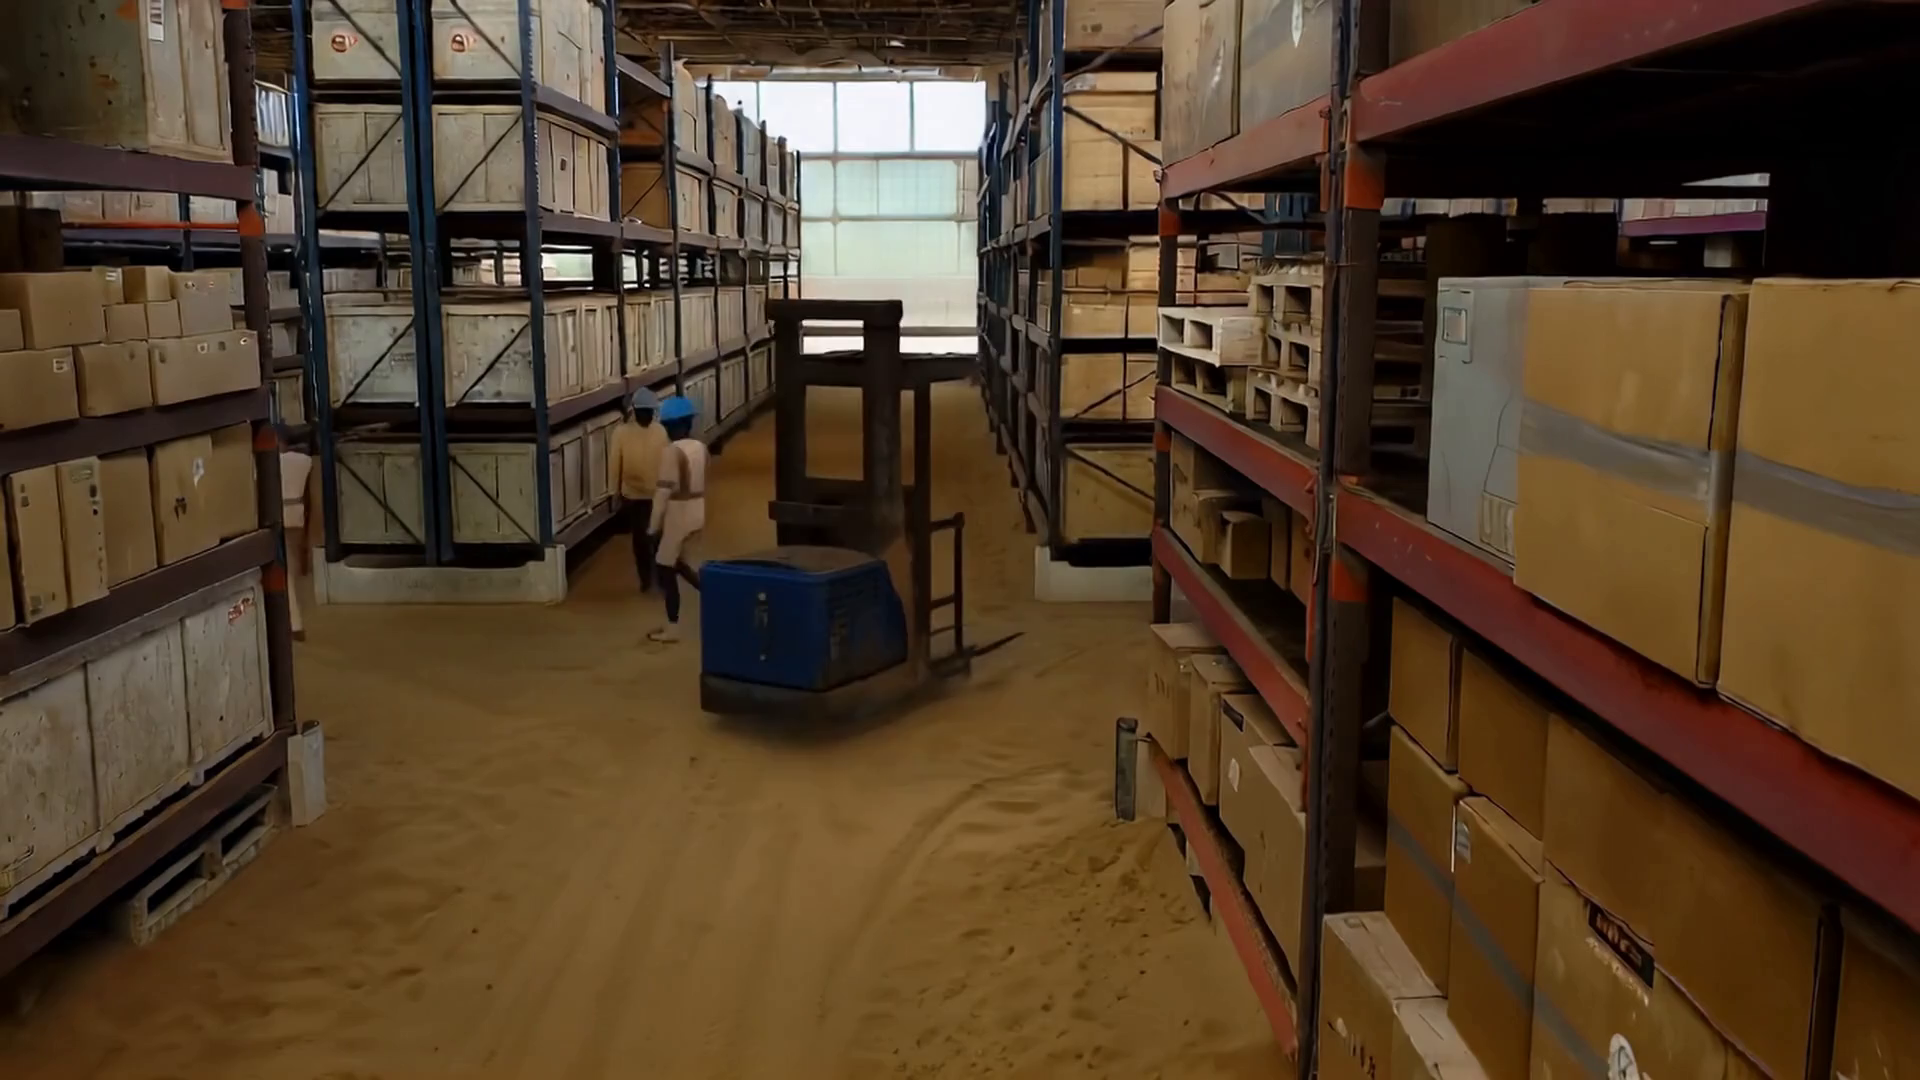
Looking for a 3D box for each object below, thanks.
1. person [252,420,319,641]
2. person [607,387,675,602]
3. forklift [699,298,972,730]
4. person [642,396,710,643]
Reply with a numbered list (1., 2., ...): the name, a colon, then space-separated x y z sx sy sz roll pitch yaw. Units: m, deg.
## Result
1. person: -5.643 -0.098 13.744 0.590 1.793 0.965 -8 12 -40
2. person: -2.906 -0.409 15.191 0.627 1.947 0.946 0 9 -3
3. forklift: -0.865 -0.269 11.509 1.129 2.768 1.873 5 11 30
4. person: -2.214 -0.143 13.425 0.675 2.019 0.620 3 10 16
